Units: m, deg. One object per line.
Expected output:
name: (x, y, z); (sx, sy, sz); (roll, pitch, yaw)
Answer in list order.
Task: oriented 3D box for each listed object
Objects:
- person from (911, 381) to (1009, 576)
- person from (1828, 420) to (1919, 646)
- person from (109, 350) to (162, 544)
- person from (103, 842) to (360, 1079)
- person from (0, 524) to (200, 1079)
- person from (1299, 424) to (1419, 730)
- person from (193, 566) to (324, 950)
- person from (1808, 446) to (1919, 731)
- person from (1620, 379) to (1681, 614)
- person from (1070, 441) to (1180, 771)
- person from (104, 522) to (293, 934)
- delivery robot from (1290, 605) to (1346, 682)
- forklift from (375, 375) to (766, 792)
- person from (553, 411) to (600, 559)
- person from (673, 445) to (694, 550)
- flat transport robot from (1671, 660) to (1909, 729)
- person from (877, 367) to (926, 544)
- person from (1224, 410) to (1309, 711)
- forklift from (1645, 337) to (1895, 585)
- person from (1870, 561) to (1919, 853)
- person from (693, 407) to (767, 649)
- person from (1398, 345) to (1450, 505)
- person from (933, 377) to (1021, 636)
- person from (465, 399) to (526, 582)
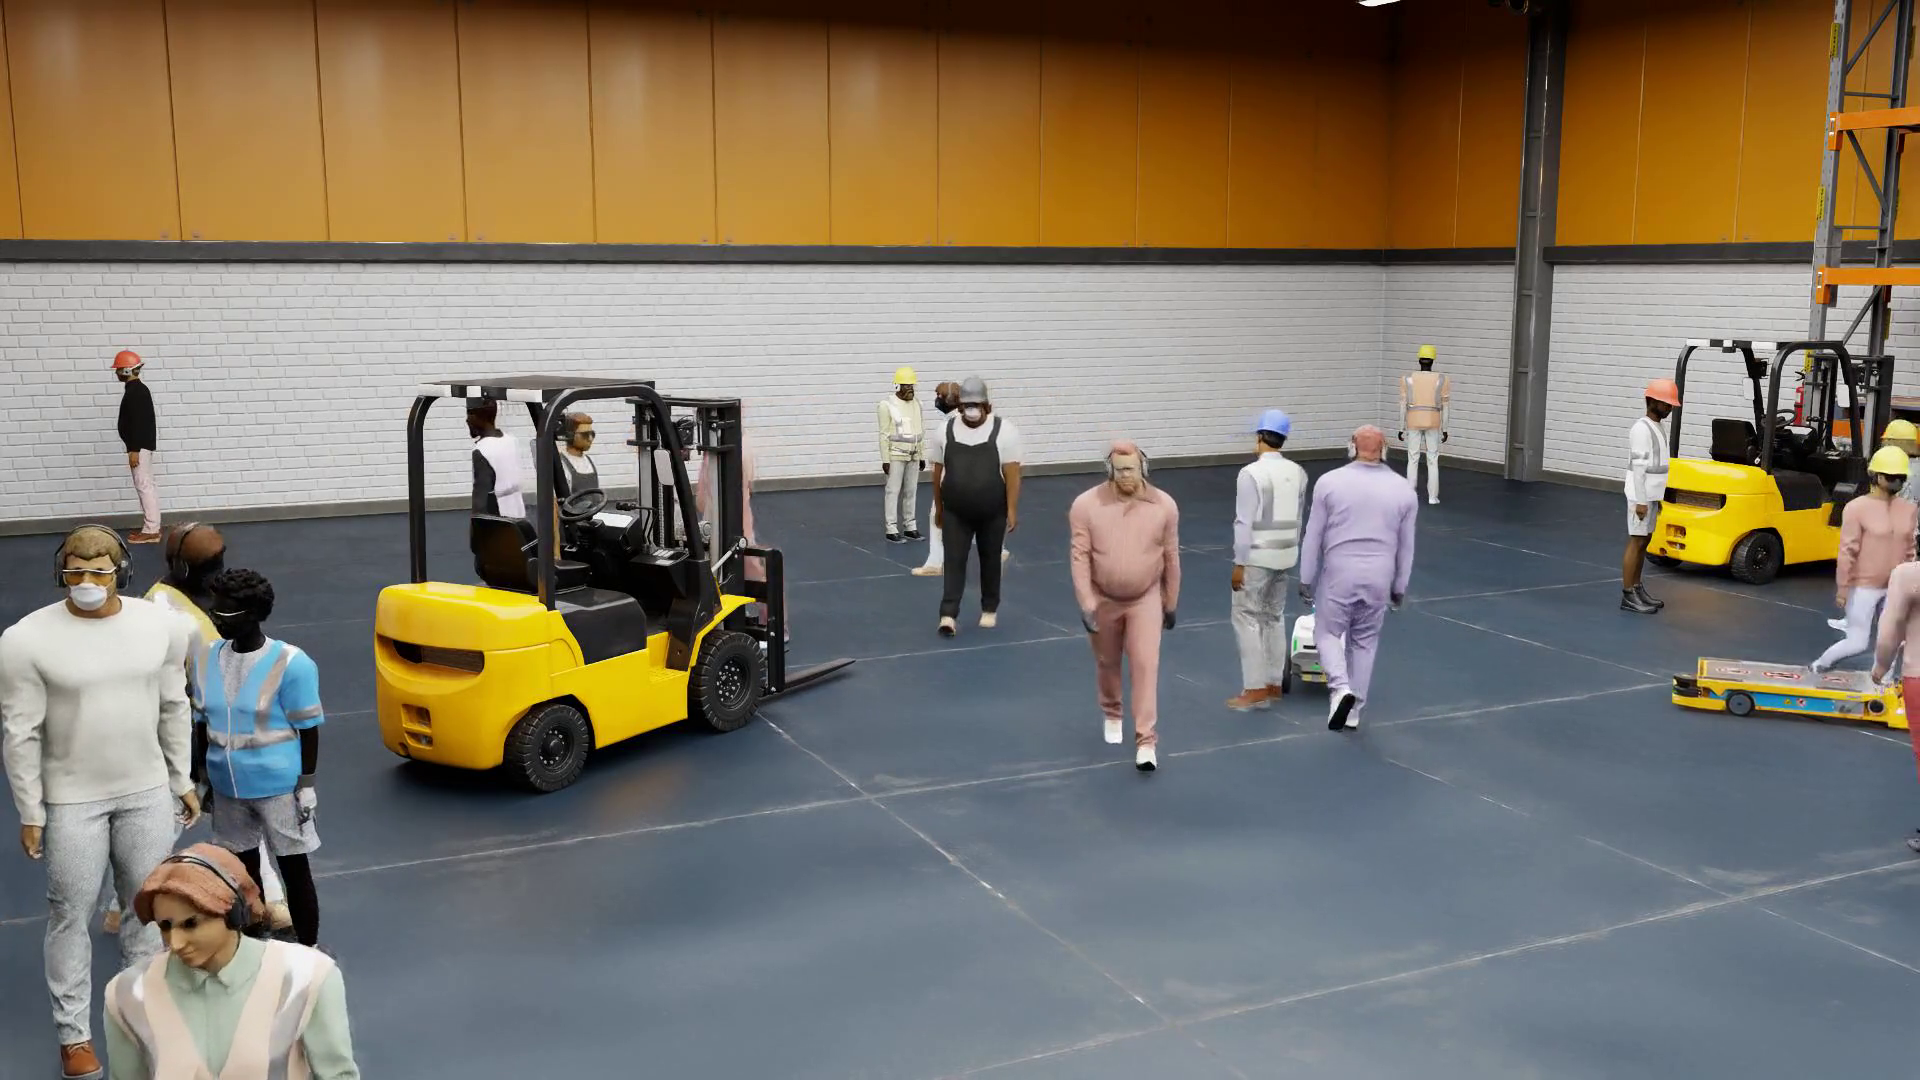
person: (0.003, -0.547, 15.178); (0.828, 1.818, 0.624); (0, 9, -3)
person: (7.019, -0.058, 12.502); (0.503, 1.691, 0.897); (-6, 11, -31)
person: (-8.513, -0.962, 17.191); (0.397, 1.992, 0.623); (-3, 10, -19)
person: (-1.579, 1.409, 3.717); (0.532, 1.604, 0.819); (-2, 9, -13)
person: (-2.987, 0.899, 5.835); (0.378, 1.937, 0.629); (8, 12, 42)
person: (2.406, 0.254, 10.021); (0.692, 1.877, 0.583); (0, 9, 0)
person: (-2.682, 0.932, 6.355); (0.539, 1.698, 0.319); (2, 9, 14)
person: (5.639, 0.271, 10.323); (0.527, 1.747, 0.616); (-2, 9, -10)
person: (5.688, -0.365, 13.703); (0.380, 1.927, 0.542); (7, 11, 36)
person: (0.943, 0.350, 9.527); (0.634, 1.844, 1.040); (1, 9, 5)
person: (-3.231, 0.796, 6.963); (0.844, 1.794, 0.650); (1, 9, 8)
delivery robot: (2.415, 0.678, 11.185); (0.477, 0.478, 0.707); (2, 10, 14)
forklift: (-2.268, 0.149, 9.685); (1.214, 2.155, 2.313); (6, 11, 32)
person: (-2.710, 0.009, 11.689); (0.693, 1.829, 0.549); (4, 10, 24)
person: (-2.266, -0.090, 13.036); (0.833, 1.591, 0.508); (-1, 9, -9)
flat transport robot: (5.326, 0.960, 10.603); (1.431, 0.197, 0.652); (4, 10, 24)
person: (-0.581, -0.878, 17.206); (0.593, 1.825, 0.403); (-9, 13, -43)
person: (1.961, 0.134, 10.708); (0.739, 1.914, 0.433); (-8, 12, -40)
forklift: (7.551, -0.789, 15.507); (2.313, 2.155, 1.214); (-4, 10, -25)
person: (4.691, 0.644, 8.024); (0.519, 1.738, 0.608); (0, 9, 1)
person: (-1.771, -0.086, 12.220); (1.011, 1.838, 0.665); (-3, 10, -18)
person: (5.565, -1.376, 19.974); (0.591, 1.926, 0.386); (2, 9, 15)
person: (0.105, -0.273, 12.779); (0.696, 2.000, 0.981); (1, 9, 8)
person: (-3.461, -0.132, 12.318); (0.456, 1.902, 0.633); (0, 9, 2)
